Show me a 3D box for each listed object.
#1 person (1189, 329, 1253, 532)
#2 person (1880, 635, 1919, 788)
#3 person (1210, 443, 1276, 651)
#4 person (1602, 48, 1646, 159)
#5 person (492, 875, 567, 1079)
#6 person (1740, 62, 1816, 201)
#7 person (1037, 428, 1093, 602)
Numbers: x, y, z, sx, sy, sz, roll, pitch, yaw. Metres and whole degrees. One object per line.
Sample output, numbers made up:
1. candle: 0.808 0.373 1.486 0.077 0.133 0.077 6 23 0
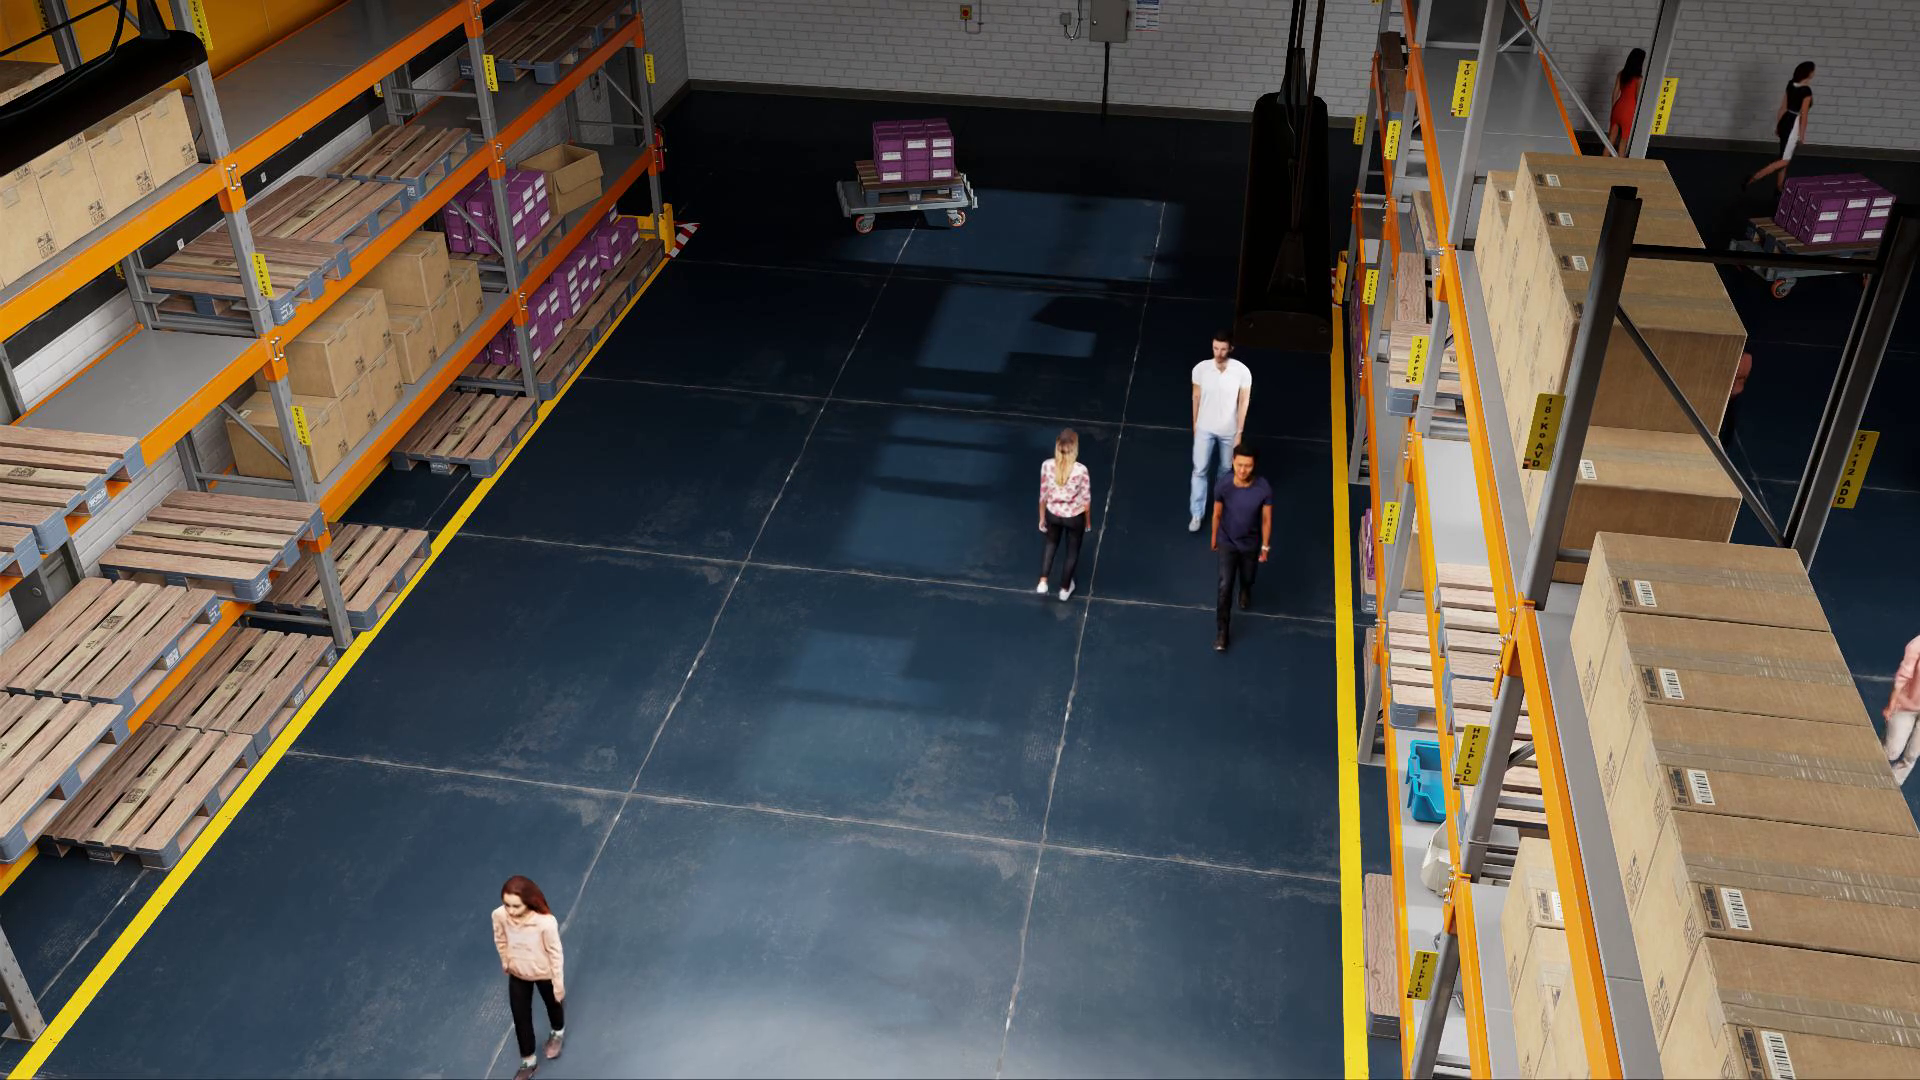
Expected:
1. person: 2.297 -1.039 14.655 0.723 1.824 1.151 8 35 12
2. person: 6.609 1.102 11.532 0.643 1.717 0.789 3 34 4
3. person: 2.238 -0.031 13.190 0.673 1.768 1.072 8 34 11
4. person: 8.544 -5.458 21.396 0.731 1.723 0.661 -19 38 -26
5. person: -2.458 2.464 9.708 0.581 1.467 0.715 5 34 8
6. person: 10.265 -5.048 20.731 0.872 1.777 1.027 -6 34 -9
7. person: 0.827 -0.151 13.505 0.669 1.619 0.799 14 36 20
